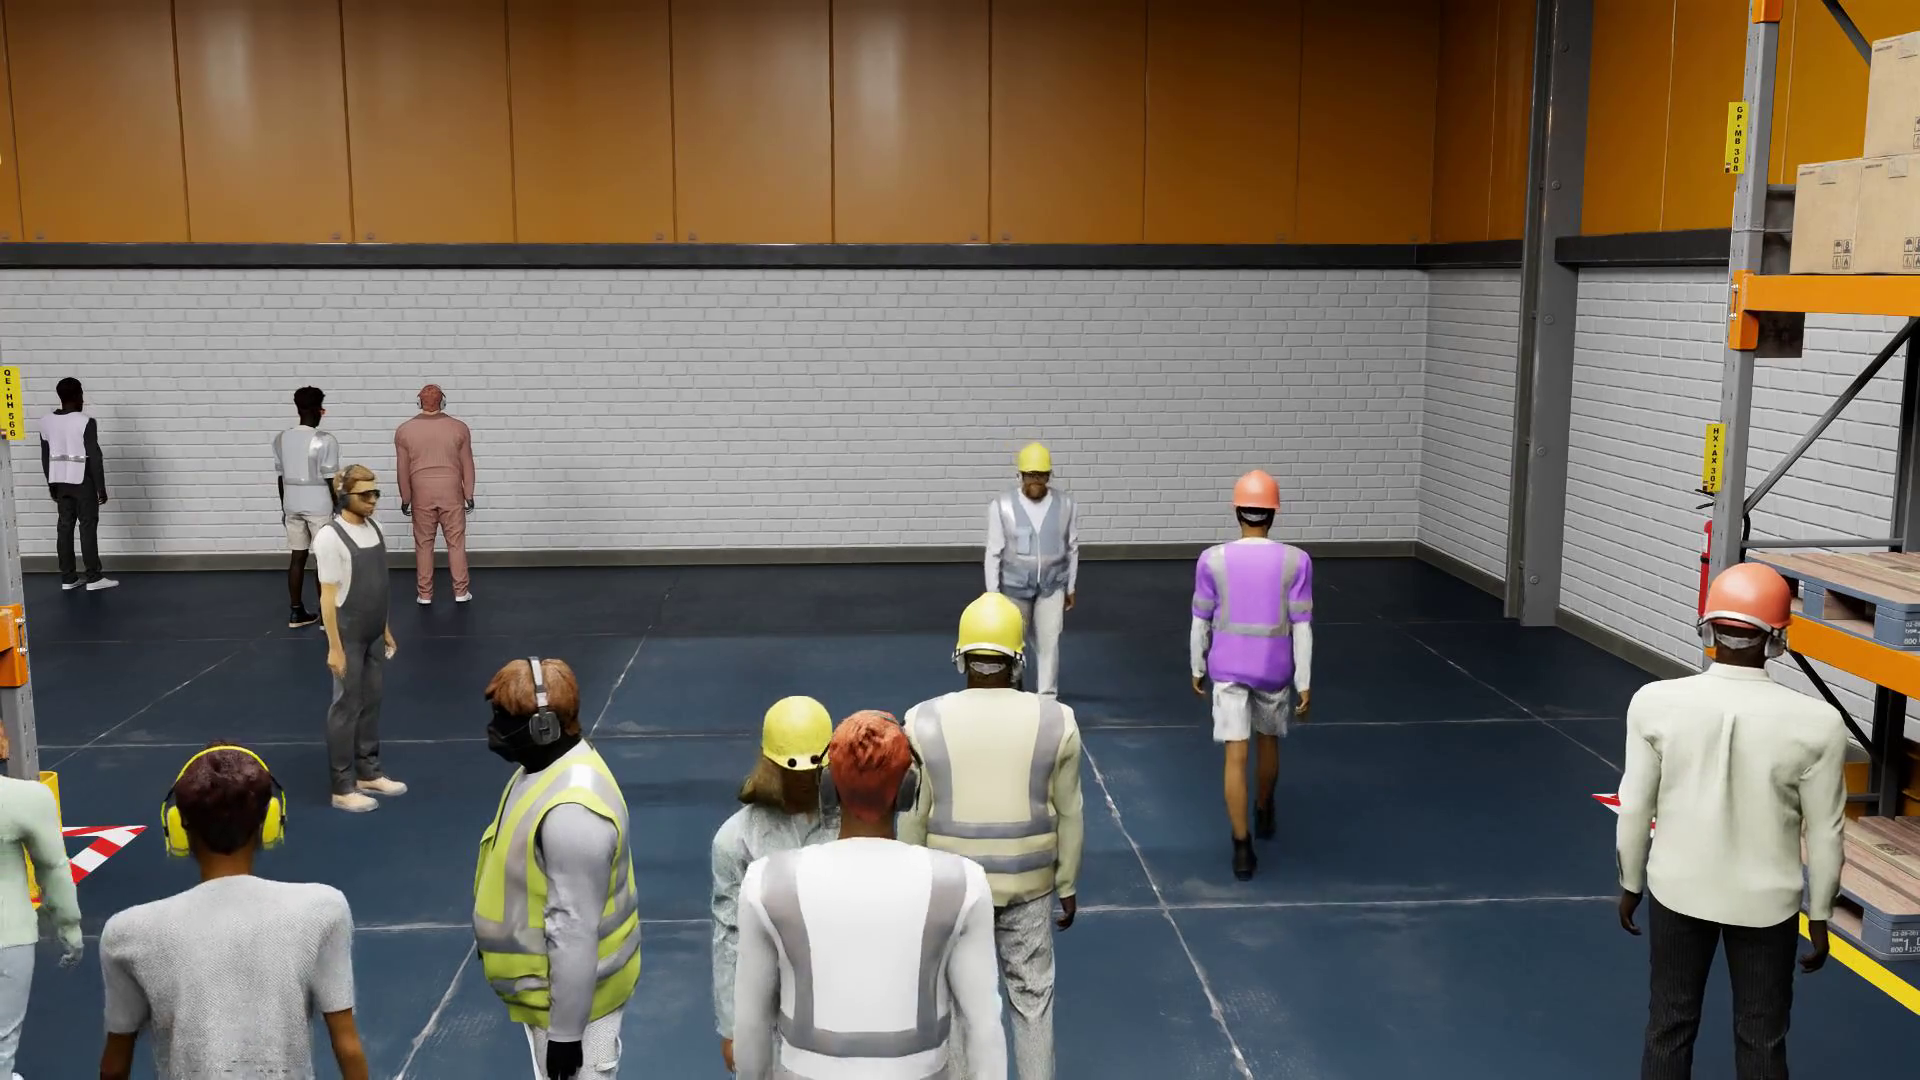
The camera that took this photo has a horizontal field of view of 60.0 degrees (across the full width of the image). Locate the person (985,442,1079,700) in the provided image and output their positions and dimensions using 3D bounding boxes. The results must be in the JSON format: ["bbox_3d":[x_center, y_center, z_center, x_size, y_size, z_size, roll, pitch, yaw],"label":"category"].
[{"bbox_3d":[0.452,0.252,10.651,0.604,1.804,0.841,-1,9,-5],"label":"person"}]

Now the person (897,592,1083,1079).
[{"bbox_3d":[0.096,1.077,5.344,0.592,1.832,0.404,0,9,-1],"label":"person"}]

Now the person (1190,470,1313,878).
[{"bbox_3d":[1.410,0.606,8.093,0.574,1.896,0.930,1,9,9],"label":"person"}]

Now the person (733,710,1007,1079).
[{"bbox_3d":[-0.210,1.310,3.781,0.616,1.867,0.414,-1,9,-3],"label":"person"}]

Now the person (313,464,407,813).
[{"bbox_3d":[-3.204,0.512,8.861,0.327,1.843,0.514,2,9,13],"label":"person"}]

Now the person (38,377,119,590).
[{"bbox_3d":[-7.969,-0.499,14.974,0.587,1.920,0.392,2,9,12],"label":"person"}]

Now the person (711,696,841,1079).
[{"bbox_3d":[-0.418,1.260,4.519,0.507,1.728,0.407,-2,9,-15],"label":"person"}]

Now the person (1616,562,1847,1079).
[{"bbox_3d":[2.283,1.066,4.967,0.624,2.002,0.429,5,11,31],"label":"person"}]

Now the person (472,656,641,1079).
[{"bbox_3d":[-1.089,1.213,4.511,0.431,1.836,0.619,-4,10,-22],"label":"person"}]

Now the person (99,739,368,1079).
[{"bbox_3d":[-1.625,1.341,3.734,0.543,1.822,0.947,-5,10,-30],"label":"person"}]

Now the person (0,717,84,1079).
[{"bbox_3d":[-3.002,1.230,5.140,0.519,1.581,0.856,-2,9,-15],"label":"person"}]

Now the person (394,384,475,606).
[{"bbox_3d":[-4.496,-0.386,14.300,0.643,1.909,0.410,-3,9,-16],"label":"person"}]

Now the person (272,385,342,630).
[{"bbox_3d":[-5.199,-0.257,13.335,0.607,1.958,0.372,3,10,19],"label":"person"}]
